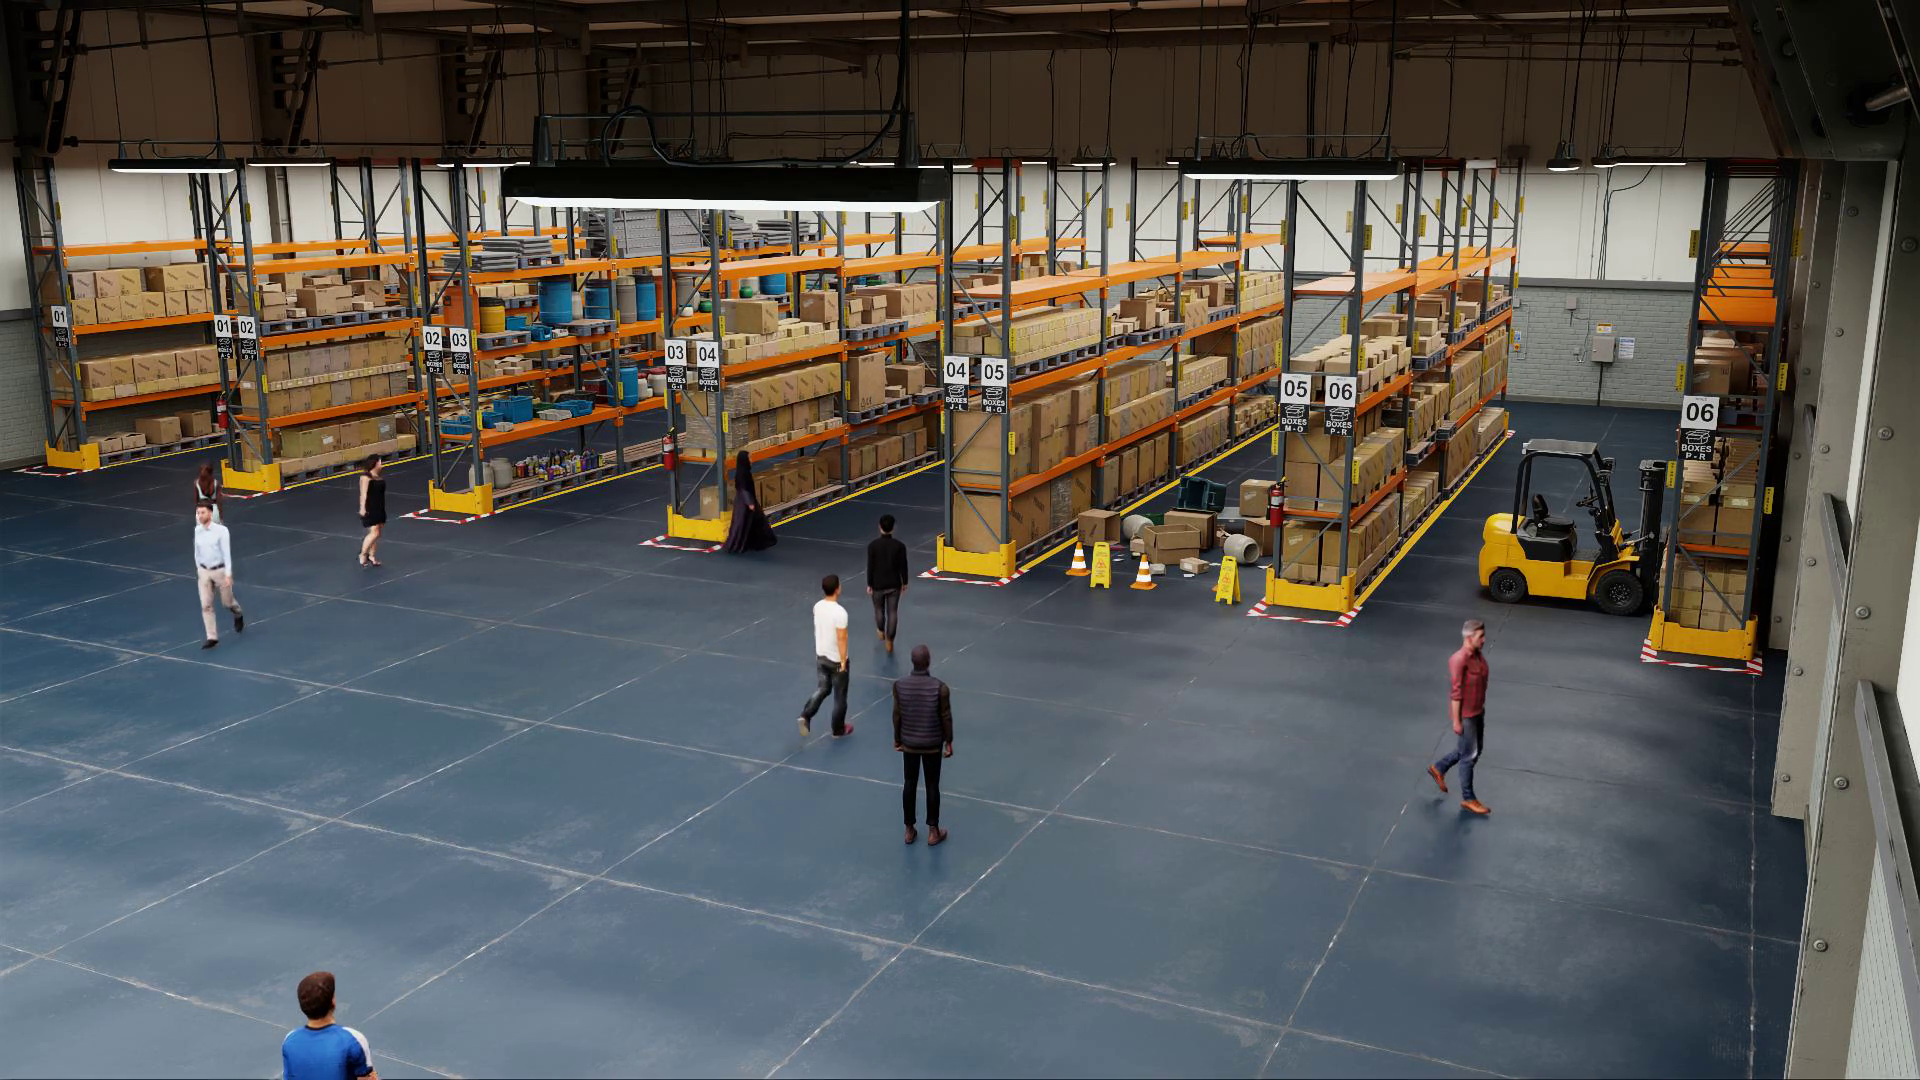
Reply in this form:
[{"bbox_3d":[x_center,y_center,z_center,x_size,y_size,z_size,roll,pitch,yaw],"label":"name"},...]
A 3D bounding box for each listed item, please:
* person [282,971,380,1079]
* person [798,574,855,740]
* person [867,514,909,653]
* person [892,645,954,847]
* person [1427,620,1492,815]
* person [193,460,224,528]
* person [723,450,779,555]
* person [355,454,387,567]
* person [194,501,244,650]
[{"bbox_3d":[-3.343,3.220,8.810,0.879,1.828,1.298,3,13,11],"label":"person"},{"bbox_3d":[-1.413,1.249,17.397,0.799,1.793,1.024,11,17,40],"label":"person"},{"bbox_3d":[-0.904,0.562,20.602,1.008,1.685,1.189,-1,13,-4],"label":"person"},{"bbox_3d":[-0.342,1.817,14.848,0.743,1.836,0.636,3,13,14],"label":"person"},{"bbox_3d":[4.735,1.624,15.722,0.943,1.819,1.011,12,17,41],"label":"person"},{"bbox_3d":[-10.968,-0.279,24.237,1.040,1.684,1.139,-4,14,-16],"label":"person"},{"bbox_3d":[-3.389,-0.588,25.731,0.854,1.612,1.071,2,13,9],"label":"person"},{"bbox_3d":[-8.828,-0.407,24.831,0.899,1.666,0.774,3,13,13],"label":"person"},{"bbox_3d":[-9.337,0.409,20.940,0.914,1.831,1.171,1,13,3],"label":"person"}]
